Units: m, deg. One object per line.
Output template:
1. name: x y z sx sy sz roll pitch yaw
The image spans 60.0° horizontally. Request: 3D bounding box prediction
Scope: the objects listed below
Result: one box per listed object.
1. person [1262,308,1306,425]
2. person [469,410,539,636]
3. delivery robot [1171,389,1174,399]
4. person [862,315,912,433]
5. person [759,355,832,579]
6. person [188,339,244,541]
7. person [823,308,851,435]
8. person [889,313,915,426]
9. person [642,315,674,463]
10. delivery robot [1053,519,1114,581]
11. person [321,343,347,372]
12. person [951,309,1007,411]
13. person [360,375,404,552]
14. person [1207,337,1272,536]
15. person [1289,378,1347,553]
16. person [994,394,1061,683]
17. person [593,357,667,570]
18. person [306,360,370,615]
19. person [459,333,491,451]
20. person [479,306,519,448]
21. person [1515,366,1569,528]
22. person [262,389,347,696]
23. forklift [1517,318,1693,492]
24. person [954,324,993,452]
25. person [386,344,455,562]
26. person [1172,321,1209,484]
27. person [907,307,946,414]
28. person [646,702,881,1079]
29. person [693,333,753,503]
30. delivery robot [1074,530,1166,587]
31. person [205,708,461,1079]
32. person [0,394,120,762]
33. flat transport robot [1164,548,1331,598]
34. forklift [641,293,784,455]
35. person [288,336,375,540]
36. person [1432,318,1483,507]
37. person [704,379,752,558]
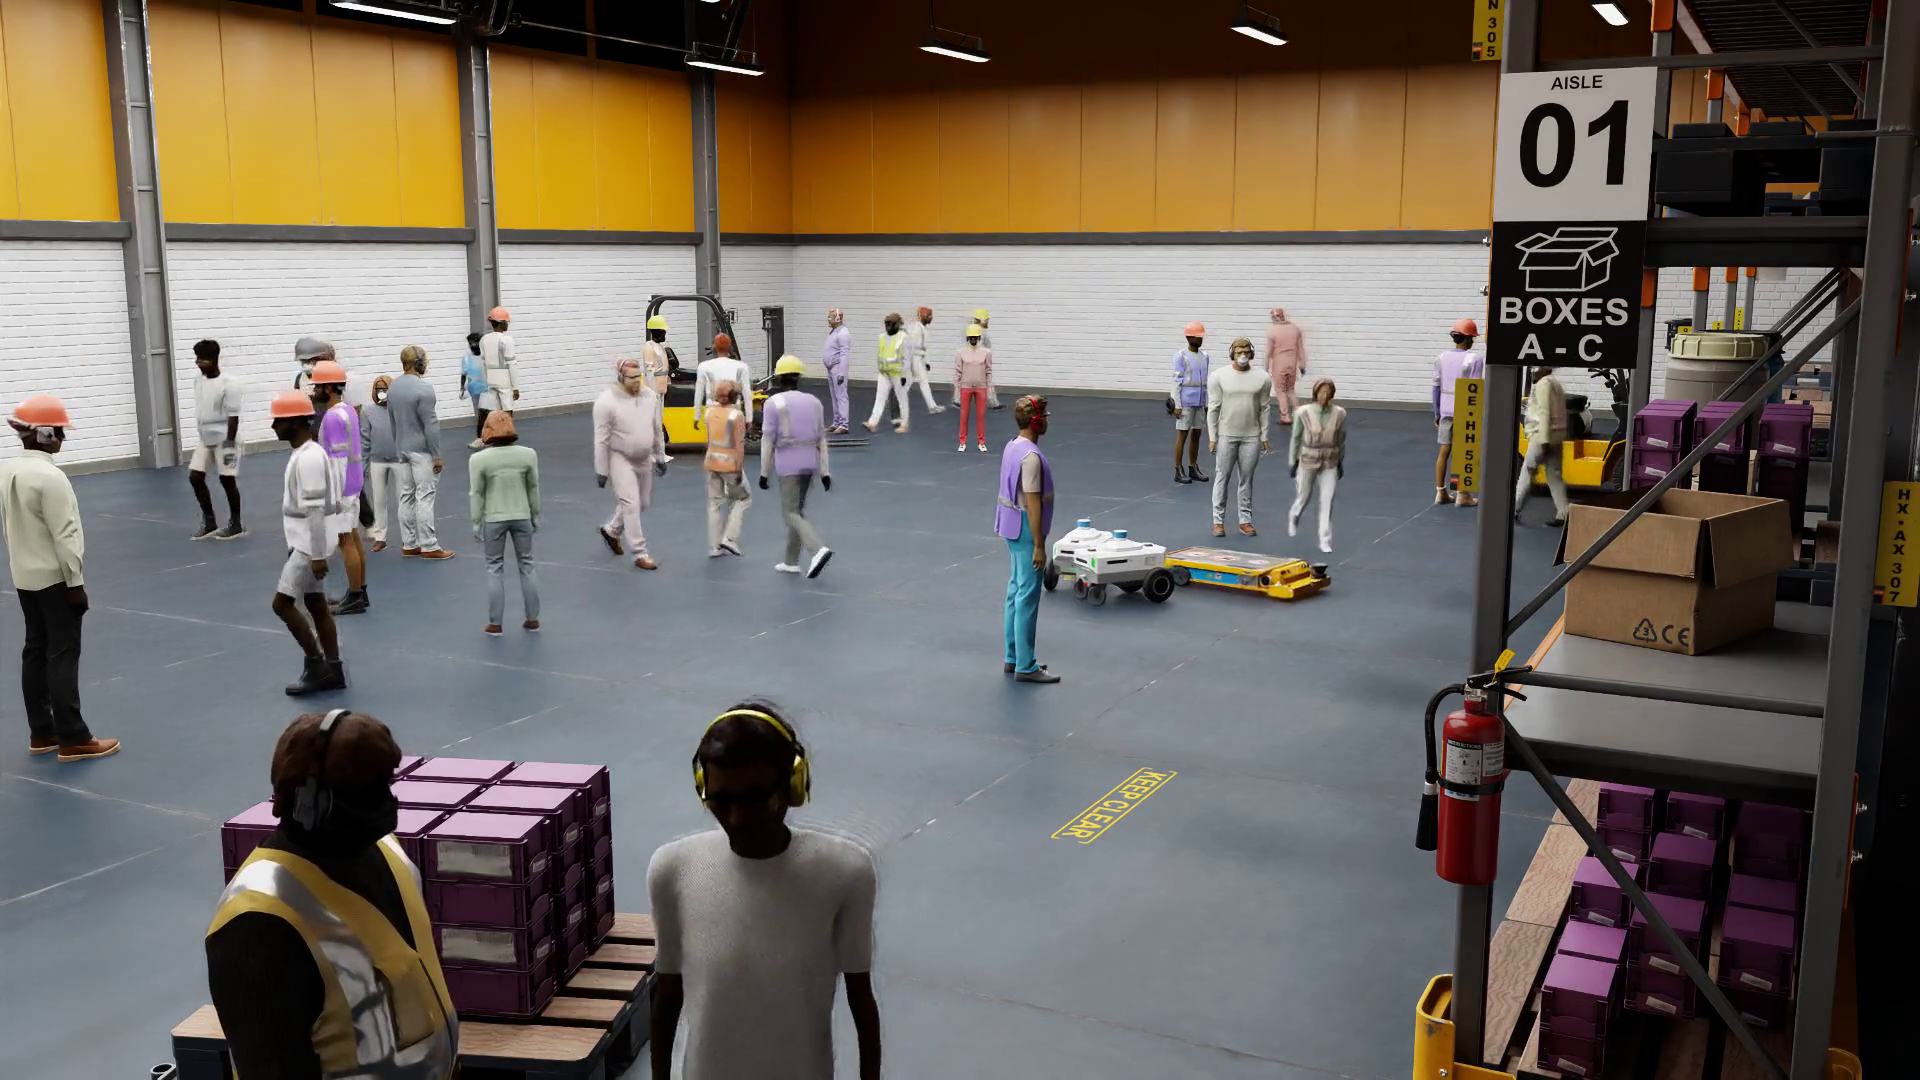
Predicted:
1. person: 5.158 -2.765 26.574 0.668 1.870 0.503 -4 11 -24
2. person: -3.272 -0.124 11.996 0.509 1.627 0.273 -6 11 -29
3. delivery robot: 3.863 -2.436 28.203 0.477 0.478 0.707 -3 10 -18
4. person: -1.078 -2.491 25.200 0.647 1.798 0.928 6 11 30
5. person: -1.326 -0.612 14.072 0.601 1.890 0.781 -9 14 -44
6. person: -7.089 -0.933 15.770 0.636 1.932 0.644 5 11 26
7. person: -1.883 -2.559 25.279 0.409 1.909 0.641 -4 10 -20
8. person: -0.997 -2.709 26.487 0.577 1.783 0.804 -7 12 -35
9. person: -3.979 -1.982 21.875 0.369 1.928 0.585 0 10 3
10. delivery robot: 1.020 0.074 13.674 0.477 0.478 0.707 4 11 21
11. person: -7.919 -1.646 20.808 0.591 1.627 0.308 1 10 7
12. person: 0.296 -3.110 28.847 0.970 1.785 0.599 -2 10 -13
13. person: -5.255 -0.701 15.310 0.507 1.633 0.278 -1 10 -7
14. person: 2.710 -0.999 16.152 0.629 1.940 0.378 -1 10 -4
15. person: 3.298 -0.718 15.465 0.532 1.611 0.684 -1 10 -3
16. person: 0.425 -0.010 10.689 0.382 1.846 0.571 -2 10 -11
17. person: -2.957 -0.691 14.612 0.814 1.865 0.700 8 13 39
18. person: -4.742 -0.396 12.668 0.370 1.935 0.552 -2 10 -9
19. person: -6.709 -2.080 23.286 0.534 1.641 0.935 3 10 16
20. person: -6.055 -2.061 21.999 0.608 2.044 0.378 6 11 31
21. person: 5.838 -1.013 16.741 0.791 1.769 0.640 9 13 41
22. person: -4.085 0.025 10.279 0.511 1.915 0.564 -4 11 -22
23. forklift: 7.066 -1.601 18.899 2.313 2.155 1.214 5 11 27
24. person: 0.188 -2.096 23.002 0.535 1.767 0.315 -1 10 -4
25. person: -4.836 -0.774 14.851 0.632 1.940 0.372 8 12 37
26. person: 2.789 -1.647 19.905 0.552 1.937 0.356 -7 12 -37
27. person: -0.690 -3.053 28.393 0.994 1.813 0.589 1 10 3
28. person: -0.425 1.222 3.644 0.529 1.832 0.689 0 10 1
29. person: -2.634 -1.358 18.458 0.613 1.861 0.623 -3 10 -18
30. delivery robot: 1.263 0.164 13.149 0.707 0.478 0.477 -5 11 -25
31. person: -1.251 1.246 3.448 0.429 1.841 0.625 0 10 0
32. person: -4.924 0.206 9.021 0.608 1.994 0.382 7 12 34
33. flat transport robot: 2.267 0.249 13.751 1.431 0.197 0.652 8 12 38
34. forklift: -3.588 -2.317 23.042 2.313 2.155 1.214 -1 10 -5
35. person: -5.908 -0.956 15.610 0.703 2.000 0.789 1 10 5
36. person: 5.425 -1.383 18.073 0.396 2.042 0.610 -7 12 -36
37. person: -2.106 -0.641 15.001 0.531 1.625 0.380 6 12 32
